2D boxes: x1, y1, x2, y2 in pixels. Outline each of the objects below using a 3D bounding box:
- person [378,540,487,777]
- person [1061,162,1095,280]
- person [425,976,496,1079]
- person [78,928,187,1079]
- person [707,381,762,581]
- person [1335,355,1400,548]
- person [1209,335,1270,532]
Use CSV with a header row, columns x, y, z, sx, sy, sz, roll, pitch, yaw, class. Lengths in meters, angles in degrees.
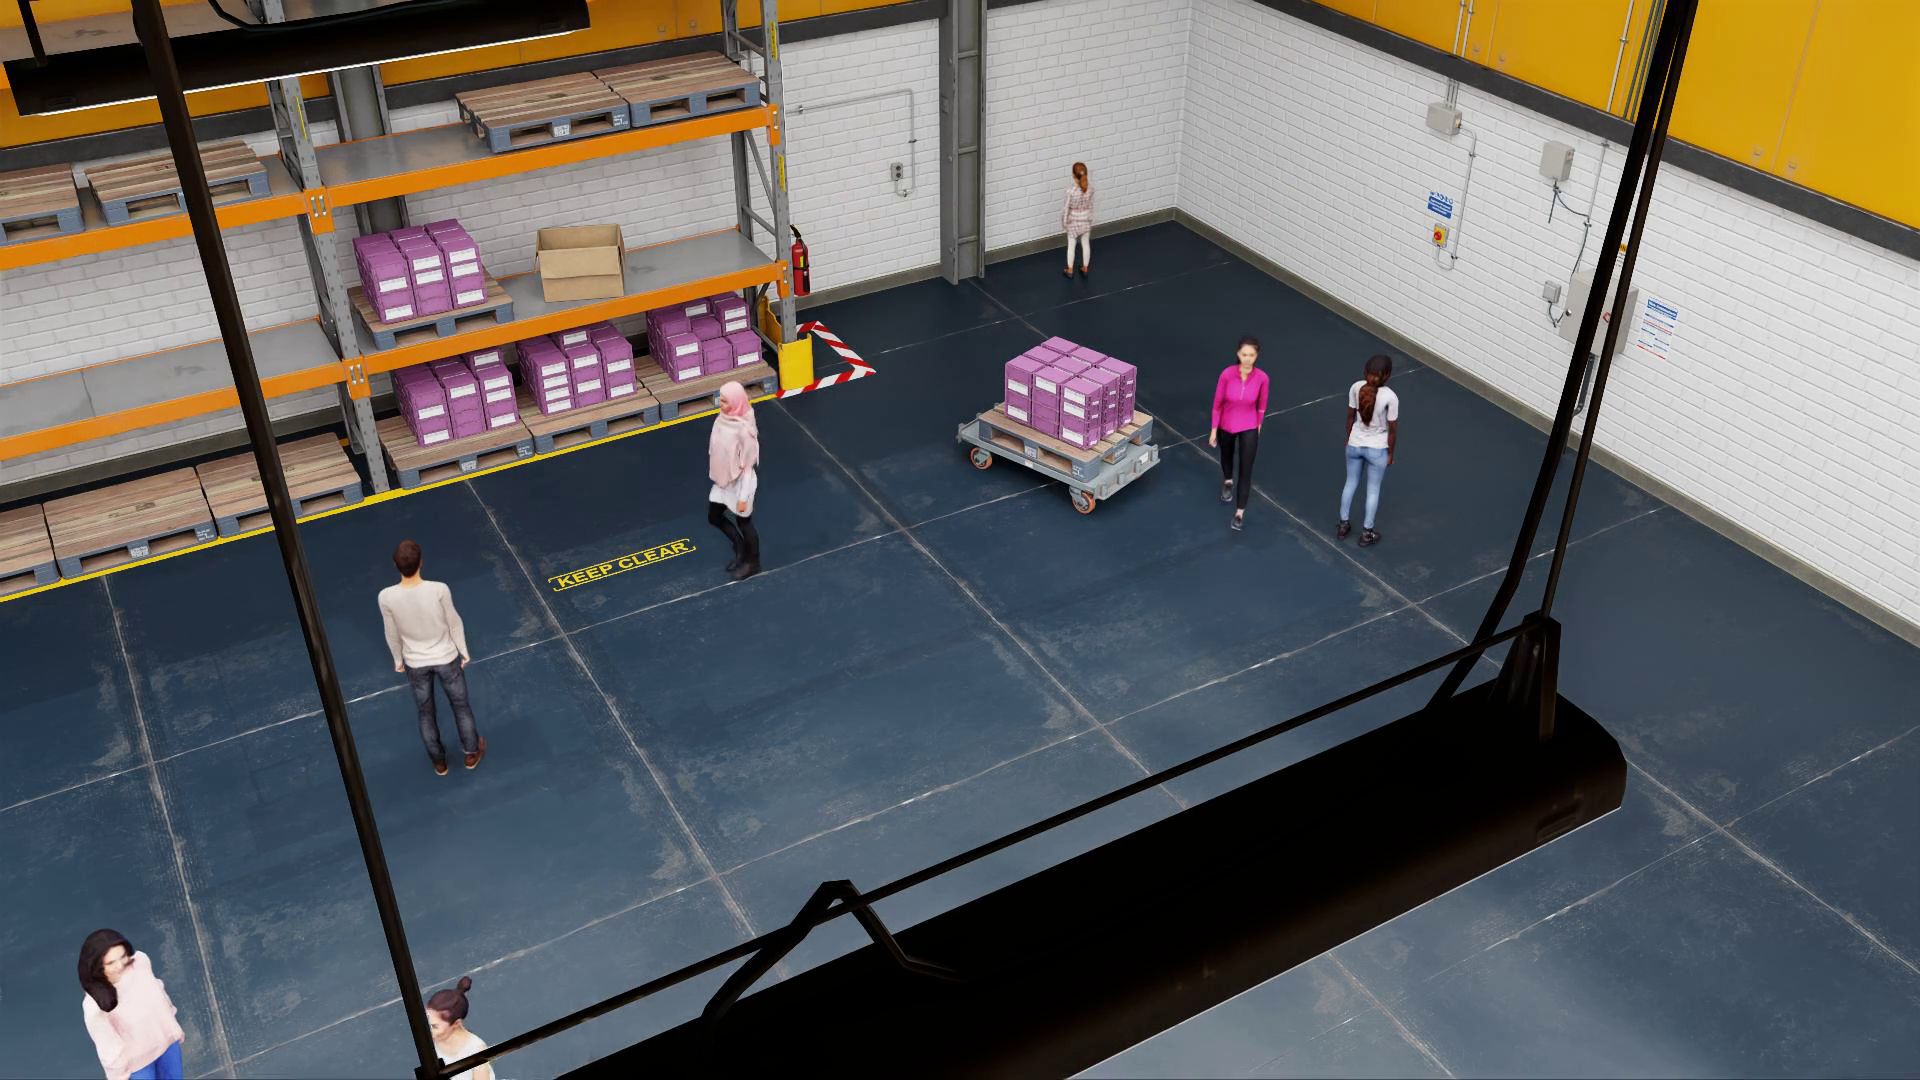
x,y,z,sx,sy,sz,roll,pitch,yaw,class
-3.549,0.797,11.150,0.615,1.868,0.777,-7,34,-10,person
1.299,-3.483,18.092,0.532,1.312,0.644,-9,35,-13,person
-2.381,2.810,8.387,0.950,1.574,1.133,16,37,23,person
-4.163,2.624,8.492,0.775,1.769,0.712,8,34,12,person
-1.677,-0.475,13.131,0.645,1.794,0.656,-21,39,-28,person
3.337,-0.745,13.605,0.659,1.719,0.655,23,40,30,person
2.338,-0.983,14.021,1.087,1.654,1.120,7,34,11,person
